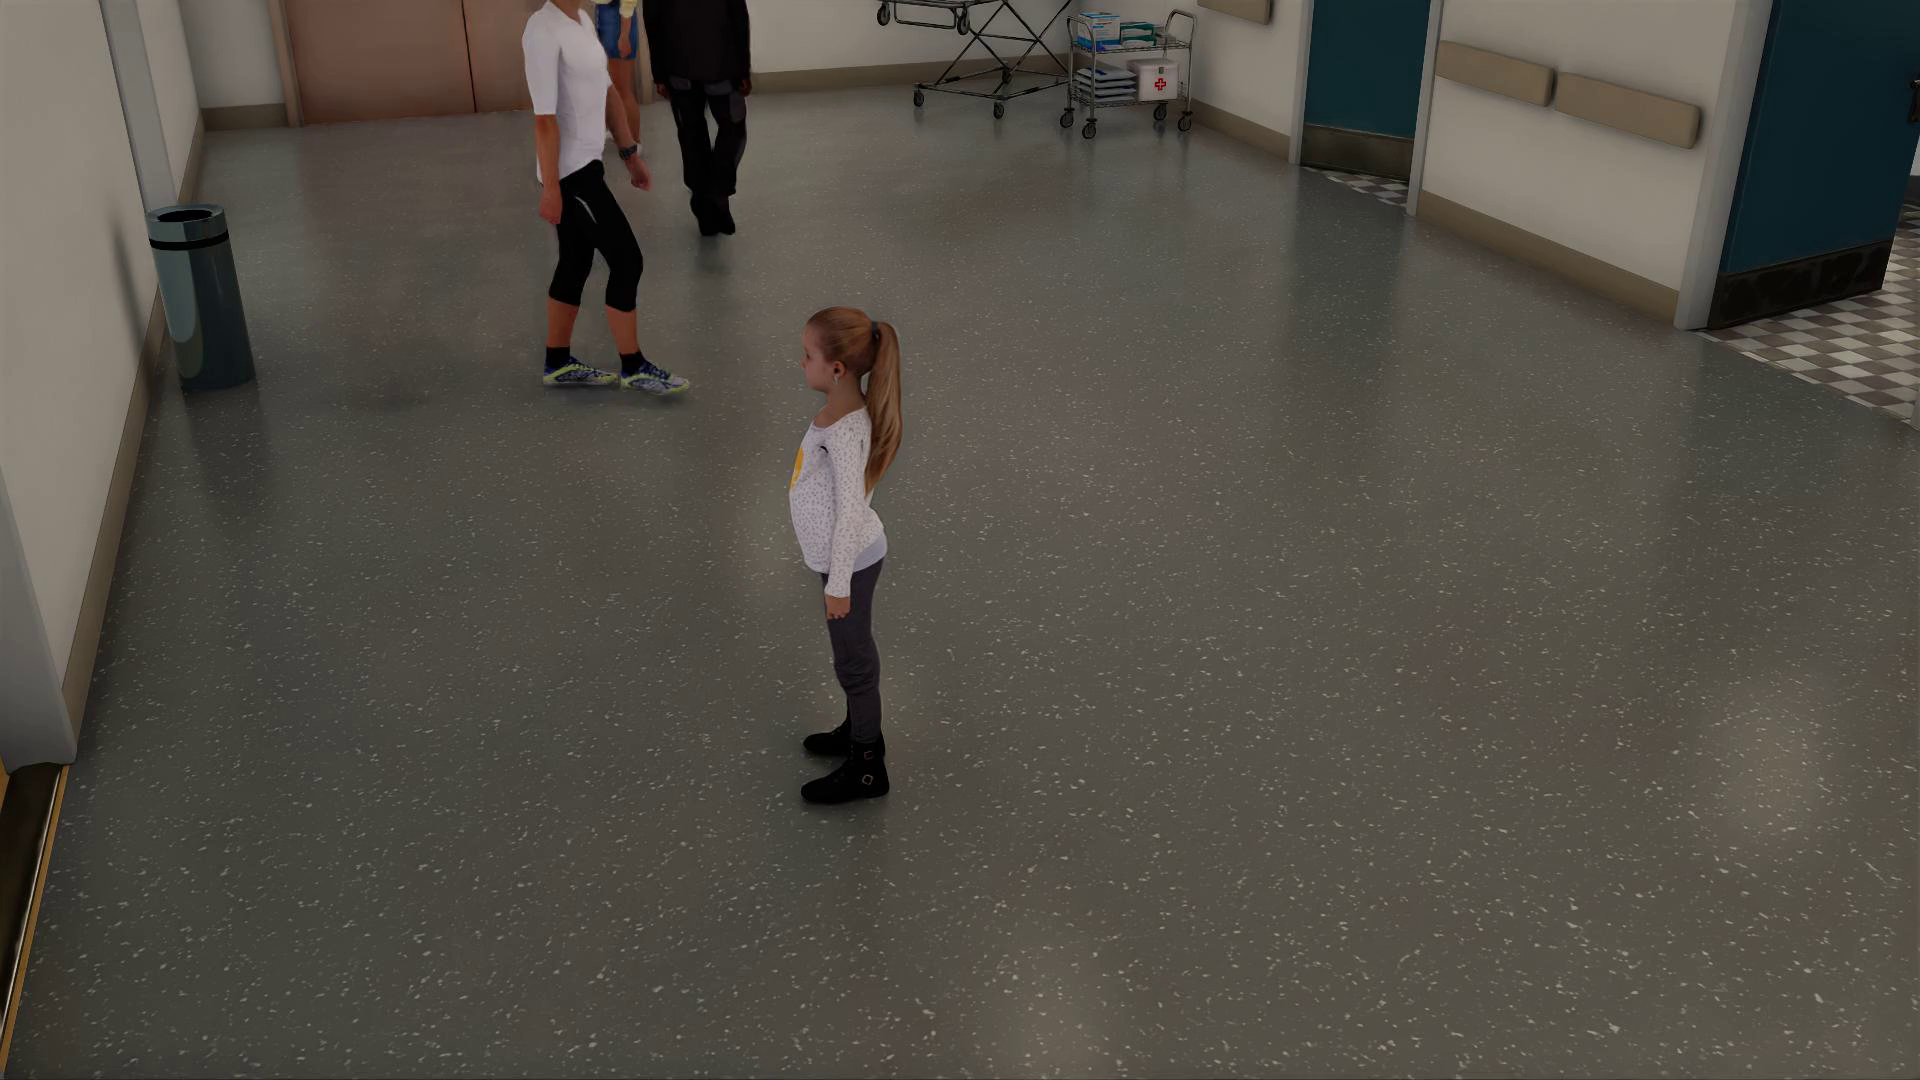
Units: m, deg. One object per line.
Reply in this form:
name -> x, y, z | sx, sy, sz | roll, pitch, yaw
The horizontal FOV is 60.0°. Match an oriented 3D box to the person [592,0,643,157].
person -> -2.169, -3.223, 10.493 | 0.924, 1.599, 0.691 | -14, 29, -27

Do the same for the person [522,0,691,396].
person -> -1.599, -1.456, 6.561 | 0.944, 1.831, 0.944 | 0, 26, 1

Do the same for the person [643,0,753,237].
person -> -1.357, -2.455, 8.652 | 0.875, 1.814, 0.975 | 1, 26, 1

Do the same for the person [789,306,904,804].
person -> -0.275, 0.039, 4.097 | 0.612, 1.279, 0.511 | -1, 26, -2
